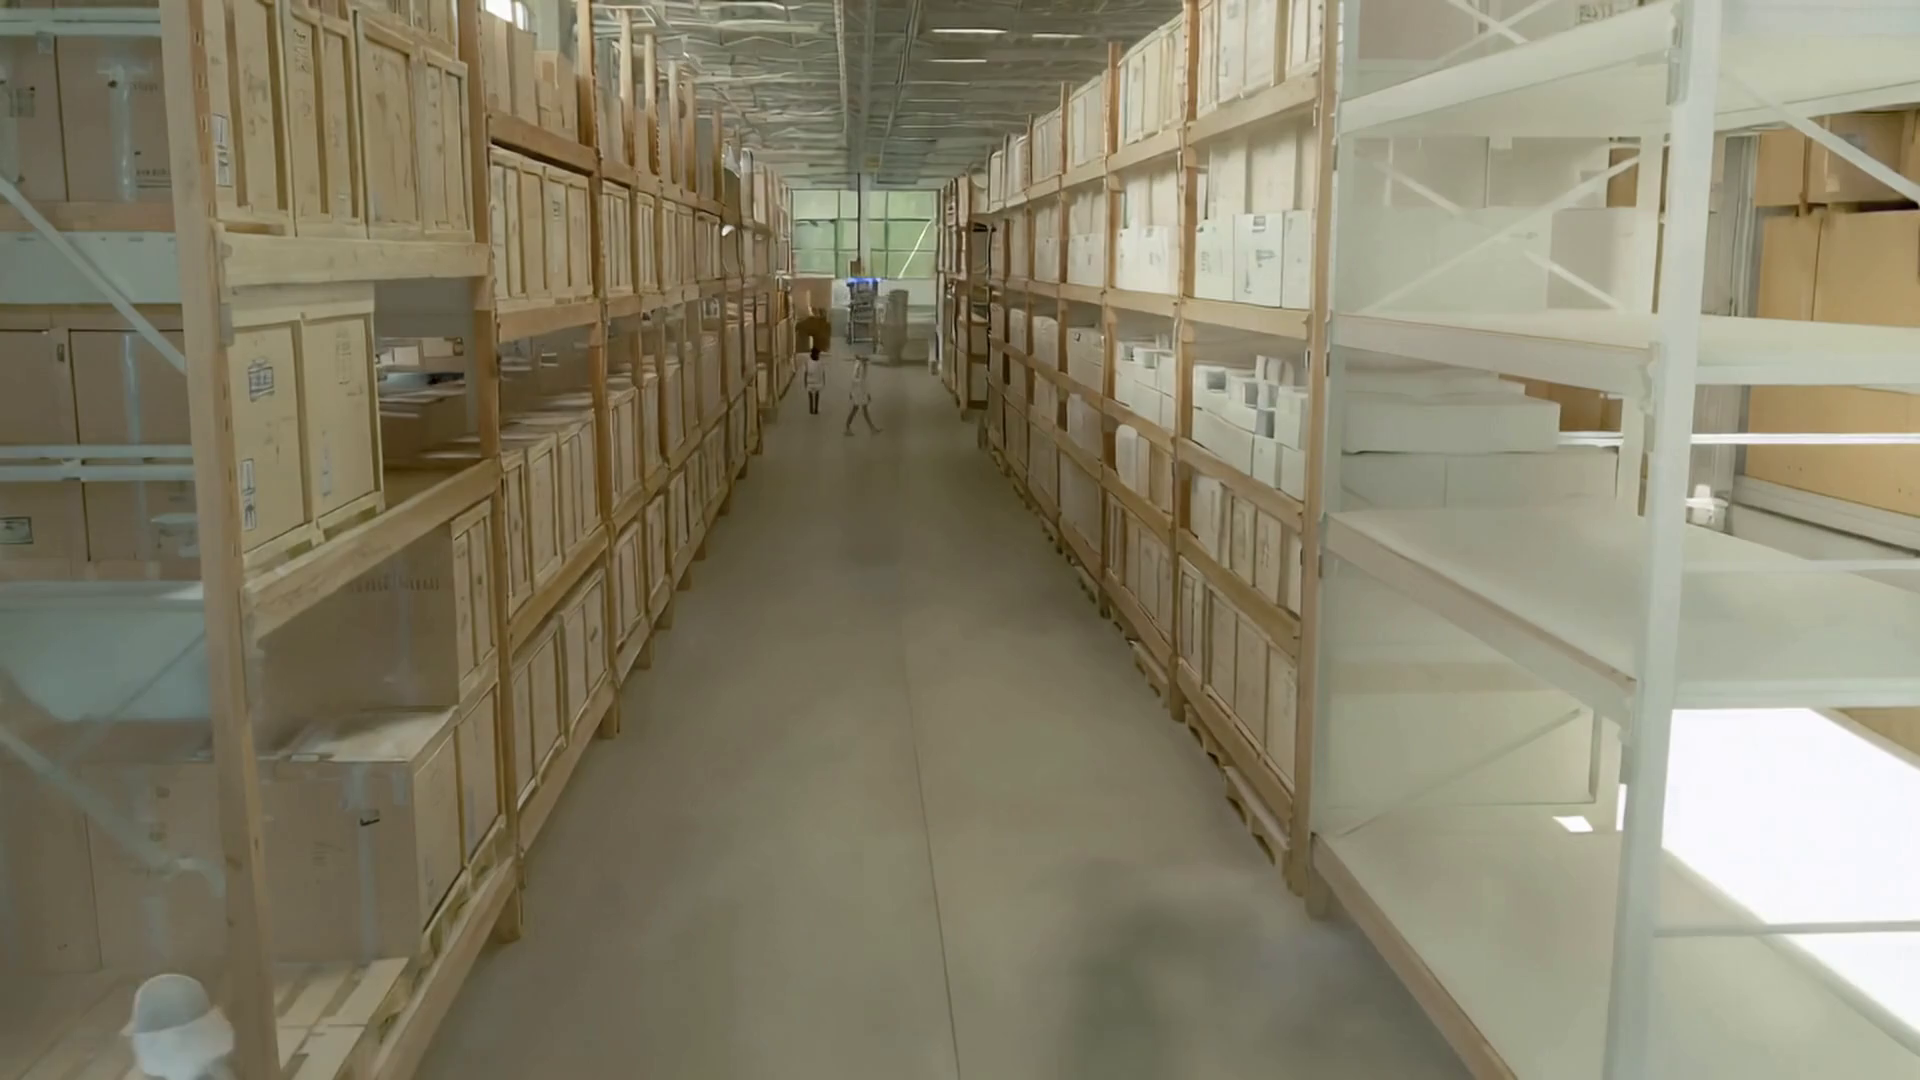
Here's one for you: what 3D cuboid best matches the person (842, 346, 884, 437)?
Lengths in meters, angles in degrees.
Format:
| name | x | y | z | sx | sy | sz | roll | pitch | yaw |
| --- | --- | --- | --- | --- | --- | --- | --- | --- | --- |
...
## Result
| name | x | y | z | sx | sy | sz | roll | pitch | yaw |
| --- | --- | --- | --- | --- | --- | --- | --- | --- | --- |
| person | -2.158 | -3.277 | 36.694 | 1.096 | 1.981 | 0.628 | -5 | 11 | -27 |

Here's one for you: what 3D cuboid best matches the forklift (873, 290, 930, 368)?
| name | x | y | z | sx | sy | sz | roll | pitch | yaw |
| --- | --- | --- | --- | --- | --- | --- | --- | --- | --- |
| forklift | -2.125 | -7.693 | 60.422 | 1.873 | 2.768 | 1.129 | -3 | 10 | -19 |

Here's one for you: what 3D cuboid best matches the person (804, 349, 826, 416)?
| name | x | y | z | sx | sy | sz | roll | pitch | yaw |
| --- | --- | --- | --- | --- | --- | --- | --- | --- | --- |
| person | -3.633 | -3.973 | 41.805 | 0.547 | 1.657 | 0.798 | -1 | 10 | -3 |

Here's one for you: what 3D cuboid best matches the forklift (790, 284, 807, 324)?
| name | x | y | z | sx | sy | sz | roll | pitch | yaw |
| --- | --- | --- | --- | --- | --- | --- | --- | --- | --- |
| forklift | -7.411 | -10.137 | 75.020 | 1.129 | 2.768 | 1.873 | 2 | 10 | 11 |

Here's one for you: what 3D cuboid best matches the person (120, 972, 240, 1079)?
| name | x | y | z | sx | sy | sz | roll | pitch | yaw |
| --- | --- | --- | --- | --- | --- | --- | --- | --- | --- |
| person | -2.376 | 2.154 | 5.073 | 0.728 | 1.708 | 0.508 | -3 | 10 | -18 |

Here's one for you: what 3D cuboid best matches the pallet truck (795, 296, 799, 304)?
| name | x | y | z | sx | sy | sz | roll | pitch | yaw |
| --- | --- | --- | --- | --- | --- | --- | --- | --- | --- |
| pallet truck | -8.622 | -12.439 | 91.403 | 1.885 | 1.965 | 0.823 | 2 | 10 | 13 |

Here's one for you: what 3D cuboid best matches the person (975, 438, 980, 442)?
| name | x | y | z | sx | sy | sz | roll | pitch | yaw |
| --- | --- | --- | --- | --- | --- | --- | --- | --- | --- |
| person | 0.803 | -2.874 | 34.672 | 0.973 | 1.856 | 0.659 | 0 | 10 | 2 |

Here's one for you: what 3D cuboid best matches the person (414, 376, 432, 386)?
| name | x | y | z | sx | sy | sz | roll | pitch | yaw |
| --- | --- | --- | --- | --- | --- | --- | --- | --- | --- |
| person | -10.848 | -2.738 | 34.075 | 0.751 | 1.794 | 0.557 | 1 | 10 | 7 |
